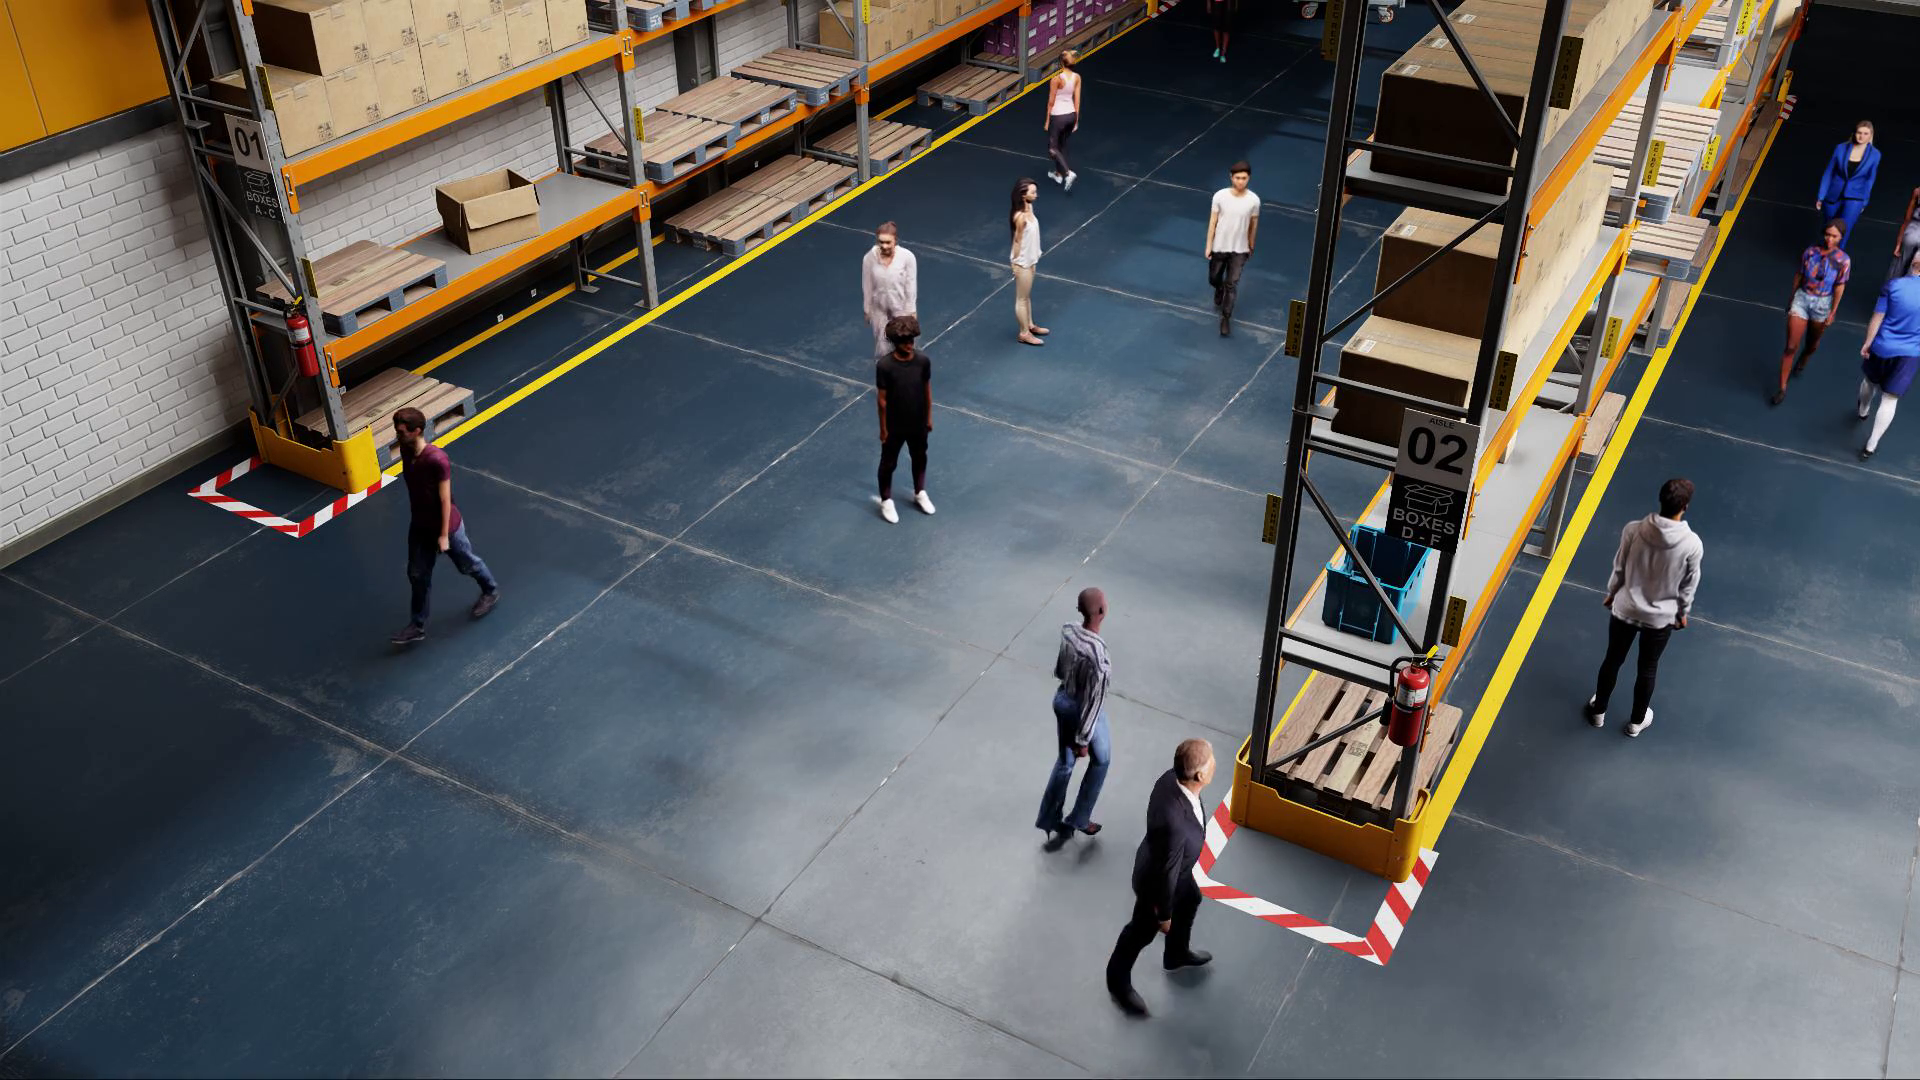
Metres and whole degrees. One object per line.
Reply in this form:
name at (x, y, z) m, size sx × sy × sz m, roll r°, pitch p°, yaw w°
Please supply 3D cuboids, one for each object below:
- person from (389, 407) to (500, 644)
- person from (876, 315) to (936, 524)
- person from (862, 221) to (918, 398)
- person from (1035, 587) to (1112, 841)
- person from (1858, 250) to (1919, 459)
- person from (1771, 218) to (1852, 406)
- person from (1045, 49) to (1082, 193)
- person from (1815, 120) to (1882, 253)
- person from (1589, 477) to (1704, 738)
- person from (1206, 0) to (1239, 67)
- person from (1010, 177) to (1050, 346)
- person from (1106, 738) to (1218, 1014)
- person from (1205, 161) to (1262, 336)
person at (-3.687, -0.151, 11.960) m, size 0.700 × 1.804 × 1.142 m, roll 19°, pitch 38°, yaw 27°
person at (-0.445, -0.989, 13.243) m, size 0.687 × 1.779 × 0.769 m, roll -13°, pitch 36°, yaw -19°
person at (-0.615, -2.119, 15.033) m, size 0.746 × 1.679 × 0.770 m, roll 4°, pitch 34°, yaw 6°
person at (0.676, 1.125, 10.085) m, size 0.864 × 1.755 × 0.808 m, roll -12°, pitch 36°, yaw -18°
person at (7.915, -1.551, 14.084) m, size 0.736 × 1.784 × 1.168 m, roll 21°, pitch 39°, yaw 29°
person at (7.675, -2.091, 14.964) m, size 0.646 × 1.709 × 1.113 m, roll 21°, pitch 39°, yaw 28°
person at (1.216, -4.823, 19.150) m, size 0.944 × 1.627 × 0.896 m, roll -18°, pitch 38°, yaw -25°
person at (9.101, -3.510, 17.140) m, size 0.673 × 1.664 × 1.093 m, roll 21°, pitch 39°, yaw 28°
person at (4.511, 0.444, 10.952) m, size 0.677 × 1.929 × 0.552 m, roll 17°, pitch 37°, yaw 23°
person at (3.669, -7.531, 23.166) m, size 0.787 × 1.689 × 1.102 m, roll 6°, pitch 34°, yaw 9°
person at (0.600, -2.678, 15.897) m, size 0.679 × 1.654 × 0.628 m, roll -6°, pitch 34°, yaw -9°
person at (1.065, 1.779, 9.071) m, size 0.998 × 1.789 × 0.883 m, roll 12°, pitch 36°, yaw 18°
person at (2.622, -2.890, 16.168) m, size 0.816 × 1.706 × 1.044 m, roll 6°, pitch 34°, yaw 9°
